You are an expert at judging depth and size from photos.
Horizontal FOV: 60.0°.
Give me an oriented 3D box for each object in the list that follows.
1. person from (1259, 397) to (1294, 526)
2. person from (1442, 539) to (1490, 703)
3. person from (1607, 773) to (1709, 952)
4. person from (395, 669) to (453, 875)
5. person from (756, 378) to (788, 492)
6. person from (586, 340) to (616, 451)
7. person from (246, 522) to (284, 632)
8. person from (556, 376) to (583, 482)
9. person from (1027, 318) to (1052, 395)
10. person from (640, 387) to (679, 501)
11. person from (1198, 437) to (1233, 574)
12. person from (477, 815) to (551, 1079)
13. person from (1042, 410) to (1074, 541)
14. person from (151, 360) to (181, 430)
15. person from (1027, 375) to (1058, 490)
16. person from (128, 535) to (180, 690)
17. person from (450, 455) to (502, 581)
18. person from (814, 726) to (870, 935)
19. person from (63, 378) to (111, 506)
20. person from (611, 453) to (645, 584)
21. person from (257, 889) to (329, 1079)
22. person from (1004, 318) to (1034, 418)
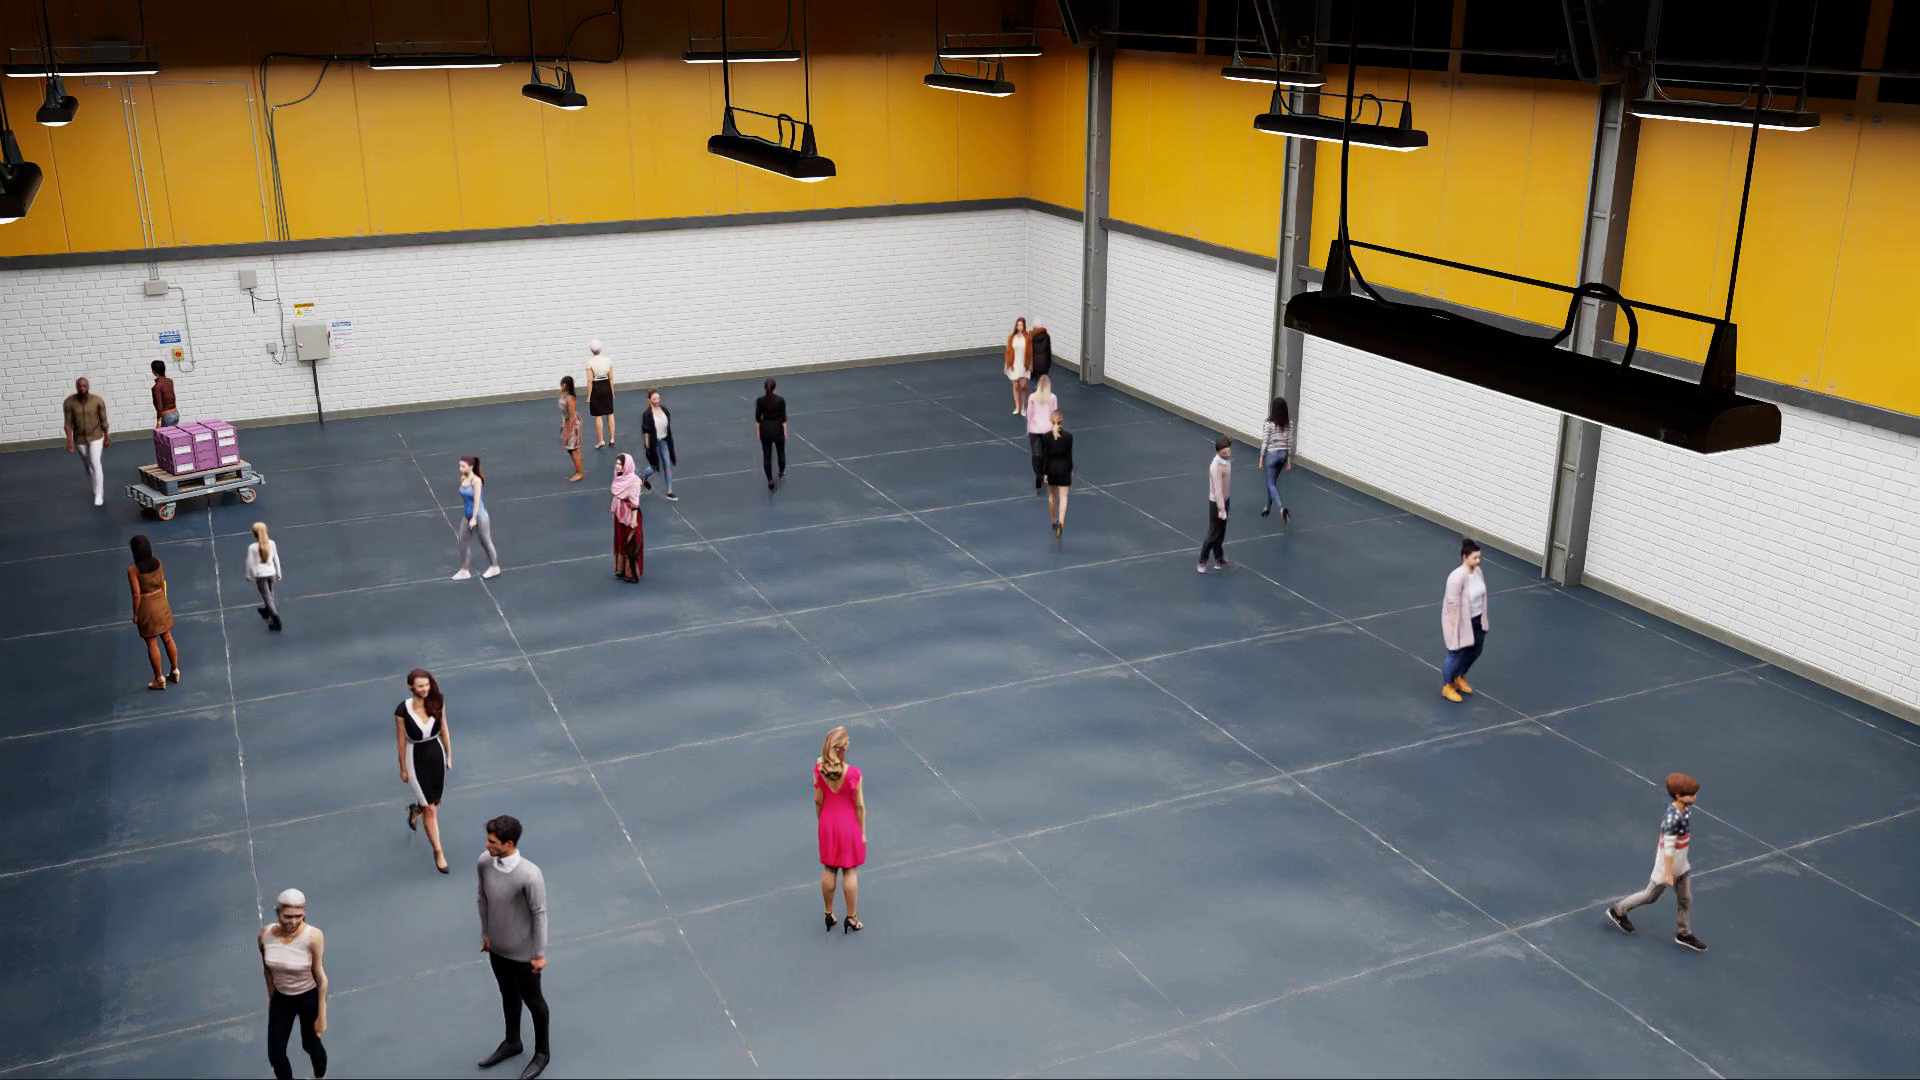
[{"bbox_3d":[4.321,-1.027,22.599,0.699,1.765,1.121,-6,19,-16],"label":"person"},{"bbox_3d":[5.190,0.804,17.200,0.773,1.742,0.733,-15,24,-37],"label":"person"},{"bbox_3d":[5.398,2.460,12.801,1.038,1.410,0.811,14,23,36],"label":"person"},{"bbox_3d":[-4.519,1.886,13.937,0.785,1.773,1.111,-16,24,-39],"label":"person"},{"bbox_3d":[-2.757,-1.510,24.246,0.894,1.631,1.087,0,19,1],"label":"person"},{"bbox_3d":[-5.700,-2.310,26.429,0.663,1.753,0.573,-12,22,-33],"label":"person"},{"bbox_3d":[-7.930,0.441,19.051,0.922,1.248,0.724,14,23,36],"label":"person"},{"bbox_3d":[-5.786,-1.687,24.802,0.826,1.609,0.484,-5,19,-14],"label":"person"},{"bbox_3d":[1.376,-3.009,28.726,0.911,1.610,1.108,1,19,2],"label":"person"},{"bbox_3d":[-4.377,-1.374,23.790,1.018,1.663,0.856,16,24,39],"label":"person"},{"bbox_3d":[3.280,-0.478,20.942,0.916,1.782,0.840,1,19,4],"label":"person"},{"bbox_3d":[-3.001,2.712,11.253,0.788,1.920,0.897,11,22,30],"label":"person"},{"bbox_3d":[1.304,-0.823,22.044,0.980,1.733,1.188,2,19,7],"label":"person"},{"bbox_3d":[-11.871,-1.830,24.964,0.779,1.778,0.654,2,19,7],"label":"person"},{"bbox_3d":[1.192,-1.569,24.371,0.896,1.663,1.119,1,19,2],"label":"person"},{"bbox_3d":[-8.479,0.754,17.461,0.692,1.670,0.639,7,20,21],"label":"person"},{"bbox_3d":[-5.957,-0.285,20.679,0.888,1.585,0.852,14,23,35],"label":"person"},{"bbox_3d":[-0.939,2.249,12.930,0.660,1.728,0.723,7,20,20],"label":"person"},{"bbox_3d":[-12.479,-1.450,23.817,0.809,1.790,1.213,-6,20,-18],"label":"person"},{"bbox_3d":[-4.126,-0.299,20.638,0.661,1.637,0.807,18,25,42],"label":"person"},{"bbox_3d":[-4.254,2.972,10.866,0.823,1.675,0.886,3,19,10],"label":"person"},{"bbox_3d":[1.031,-2.997,28.554,0.810,1.699,0.871,4,19,12],"label":"person"}]
